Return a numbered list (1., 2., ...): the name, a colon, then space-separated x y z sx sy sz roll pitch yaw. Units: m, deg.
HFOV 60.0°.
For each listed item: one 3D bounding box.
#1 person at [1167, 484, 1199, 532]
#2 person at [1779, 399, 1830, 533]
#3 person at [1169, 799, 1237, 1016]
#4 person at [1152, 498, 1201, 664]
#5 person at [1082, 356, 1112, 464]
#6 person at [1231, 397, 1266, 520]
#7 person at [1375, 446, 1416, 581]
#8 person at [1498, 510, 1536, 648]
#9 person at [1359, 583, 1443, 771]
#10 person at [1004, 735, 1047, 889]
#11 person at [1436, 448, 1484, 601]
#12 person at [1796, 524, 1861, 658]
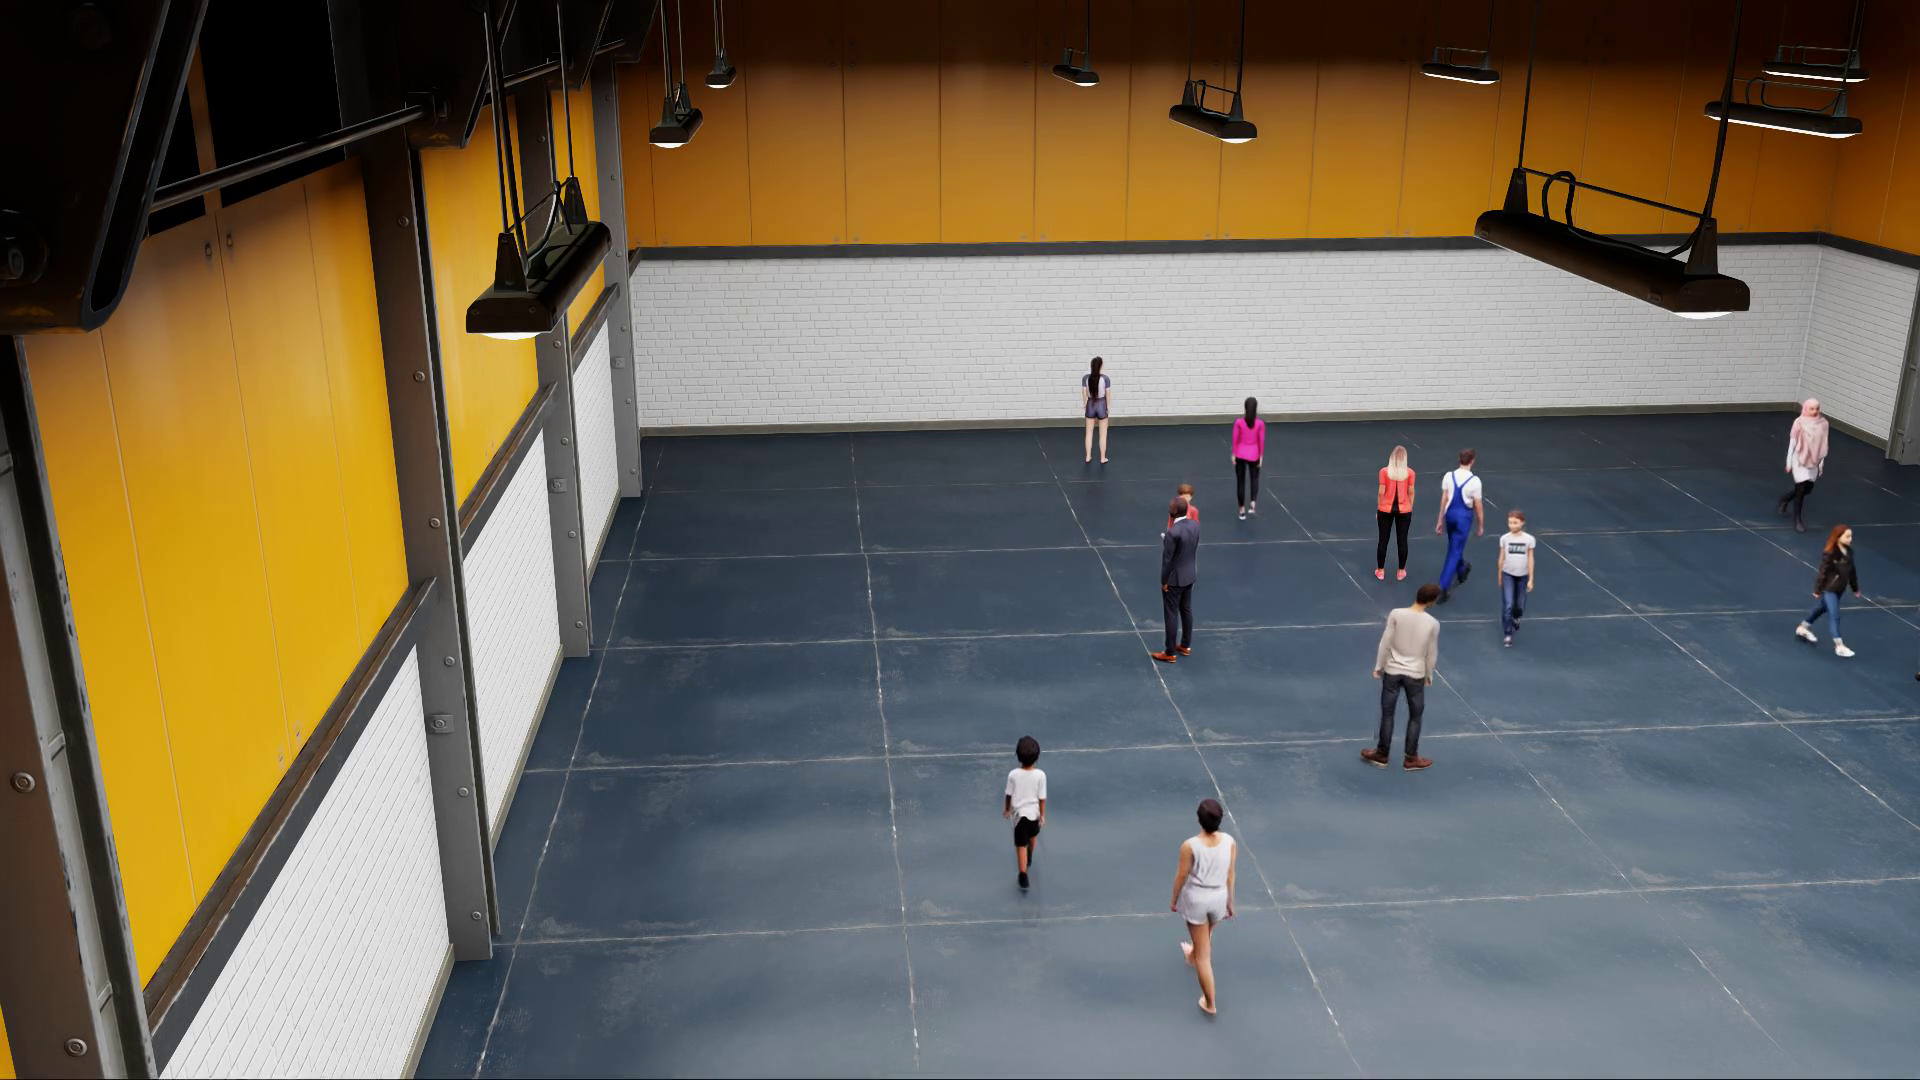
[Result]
1. person: 2.659 0.000 19.915 0.748 1.400 0.978 6 20 18
2. person: 11.335 -1.031 22.375 0.670 1.785 1.053 0 19 1
3. person: 1.768 2.634 11.845 0.683 1.560 1.063 -5 19 -14
4. person: 2.374 0.418 18.019 0.782 1.819 0.821 -18 25 -42
5. person: 2.092 -1.996 25.448 0.663 1.652 0.649 6 19 16
6. person: 3.928 -1.098 22.726 0.632 1.688 0.677 2 19 5
7. person: 5.349 -0.340 20.466 0.651 1.694 0.626 4 19 12
8. person: 6.184 0.390 18.535 0.751 1.542 0.899 6 20 17
9. person: 4.088 1.260 15.497 0.905 1.833 0.769 1 19 3
10. person: 0.539 2.232 13.541 0.489 1.238 0.878 -2 19 -5
11. person: 5.875 -0.152 19.748 1.202 1.795 1.267 15 24 37
12. person: 9.550 0.515 18.318 0.840 1.444 1.072 -10 21 -28
